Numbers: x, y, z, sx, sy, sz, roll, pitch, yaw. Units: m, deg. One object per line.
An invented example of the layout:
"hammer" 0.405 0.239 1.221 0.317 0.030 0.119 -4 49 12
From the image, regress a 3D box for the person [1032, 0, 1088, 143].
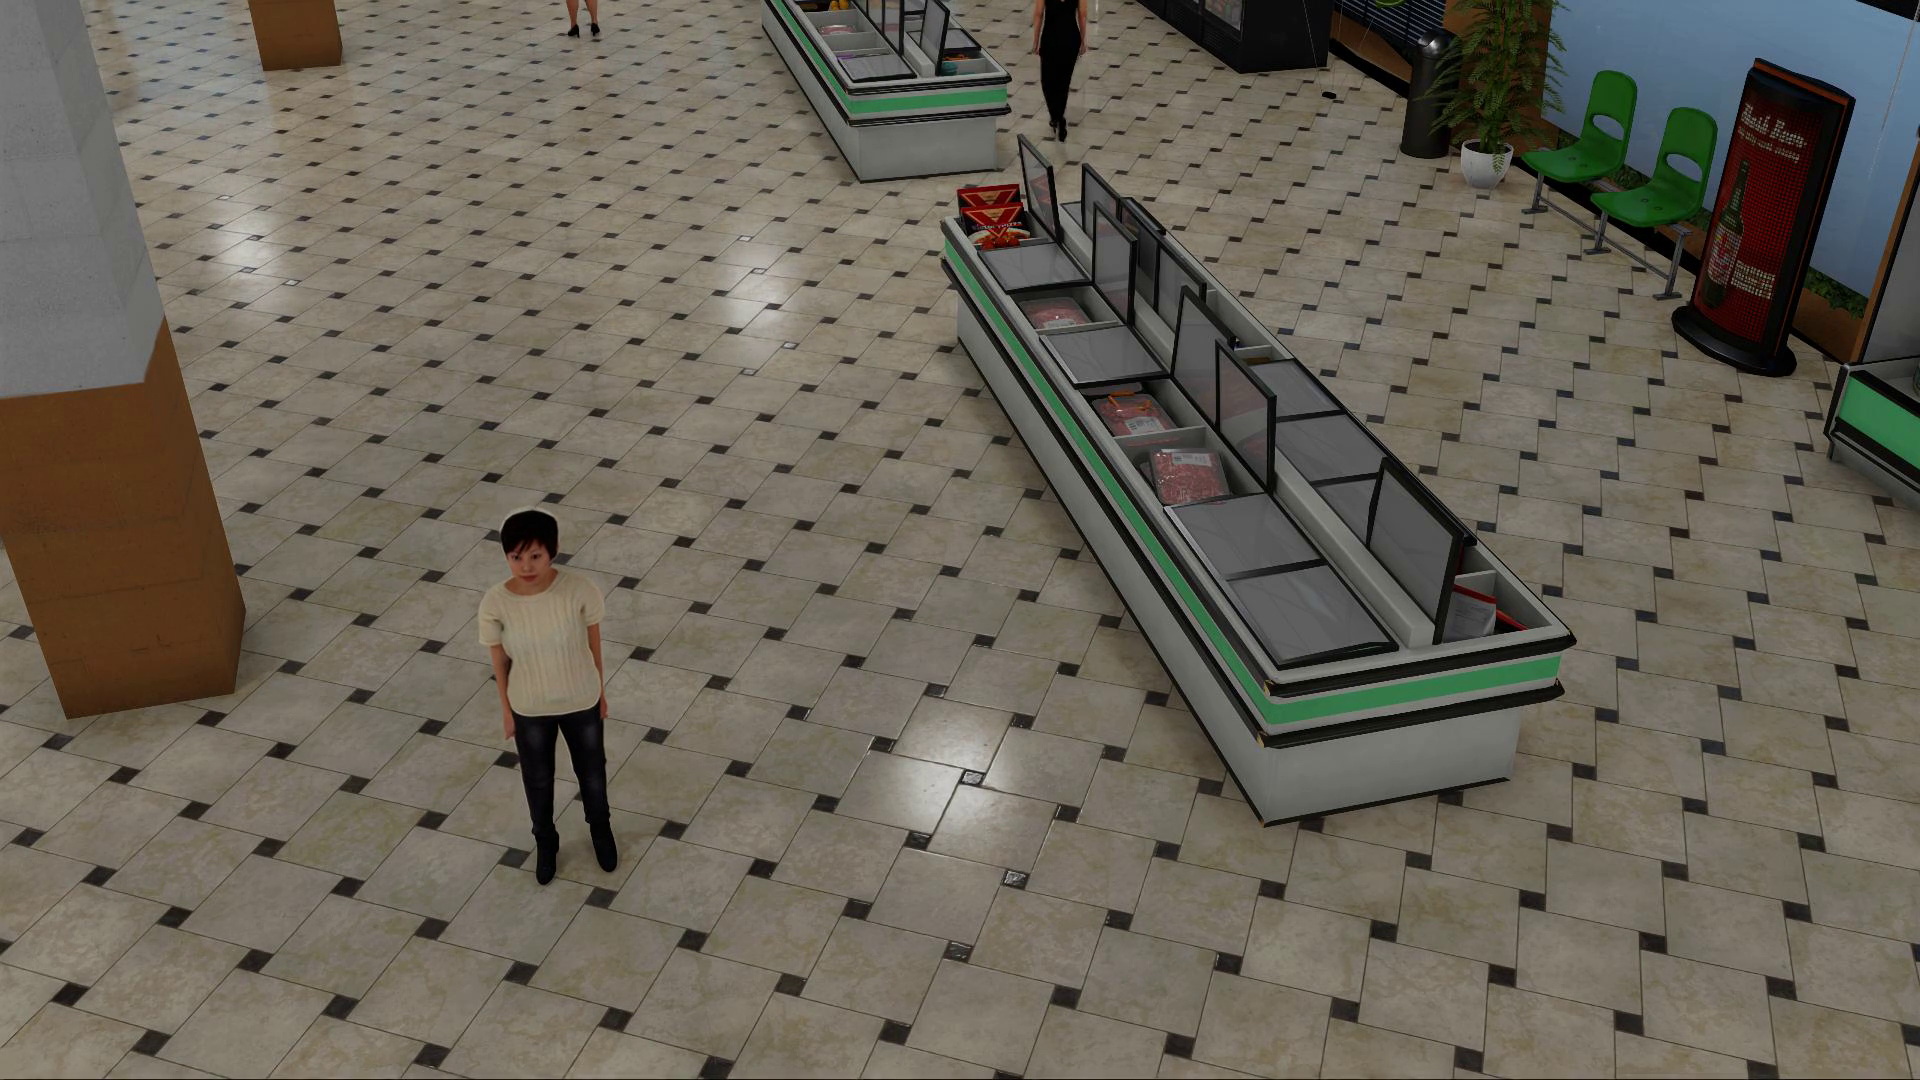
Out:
"person" 0.814 -3.999 13.505 0.636 1.577 0.969 -5 32 -8

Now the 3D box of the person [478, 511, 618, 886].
"person" -1.491 0.586 6.126 0.592 1.588 0.460 -8 33 -12

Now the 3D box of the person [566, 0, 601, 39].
"person" -3.789 -5.784 16.285 0.698 1.671 0.631 -11 33 -16
